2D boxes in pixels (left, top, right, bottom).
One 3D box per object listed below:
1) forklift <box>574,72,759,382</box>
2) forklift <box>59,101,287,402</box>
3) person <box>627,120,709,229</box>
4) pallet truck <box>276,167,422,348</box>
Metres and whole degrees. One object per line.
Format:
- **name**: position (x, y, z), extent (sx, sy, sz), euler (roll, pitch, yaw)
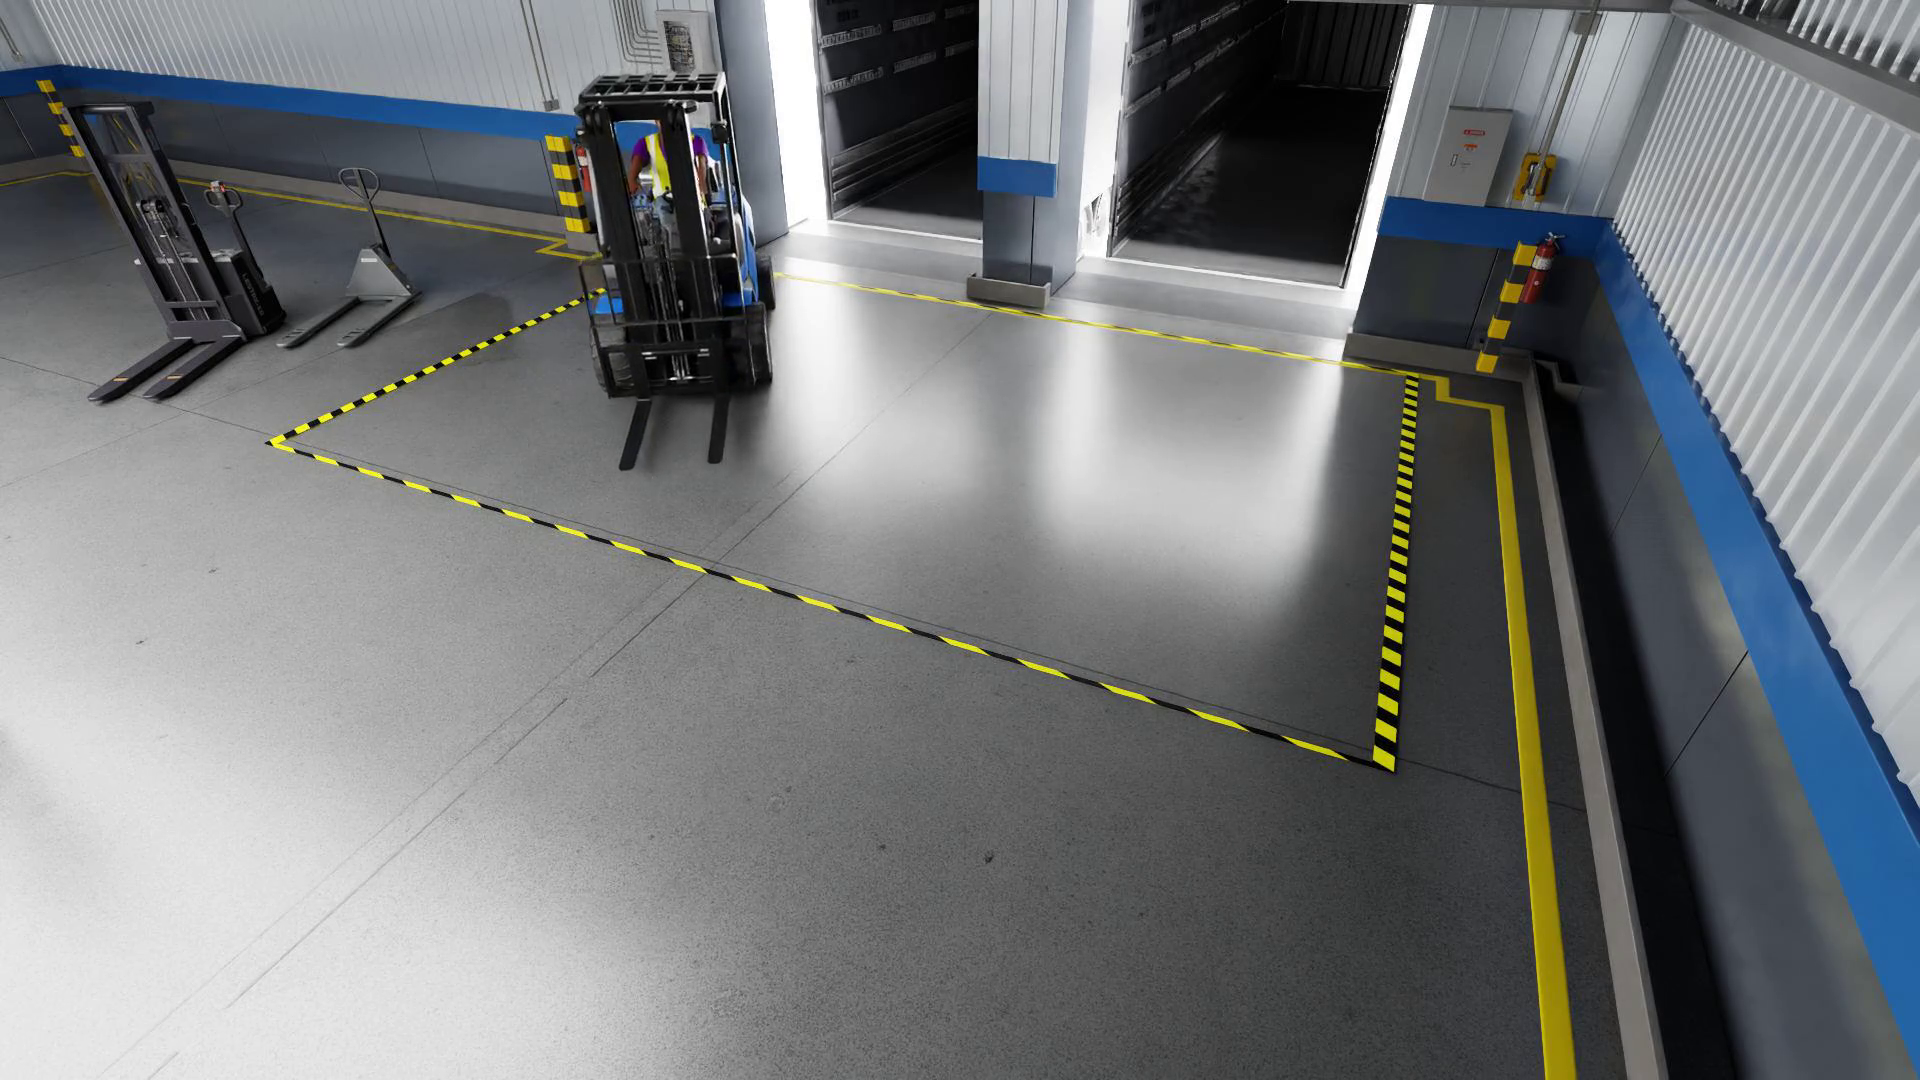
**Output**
- **forklift**: position (-2.339, -2.682, 7.546), extent (1.157, 2.036, 2.680), euler (-5, 35, -7)
- **forklift**: position (-6.686, -2.387, 7.434), extent (0.823, 1.965, 1.885), euler (-3, 35, -5)
- **person**: position (-2.337, -2.801, 7.390), extent (0.635, 1.294, 1.004), euler (-5, 35, -7)
- **pallet truck**: position (-5.732, -2.611, 8.414), extent (0.680, 1.201, 1.601), euler (-1, 35, -1)
